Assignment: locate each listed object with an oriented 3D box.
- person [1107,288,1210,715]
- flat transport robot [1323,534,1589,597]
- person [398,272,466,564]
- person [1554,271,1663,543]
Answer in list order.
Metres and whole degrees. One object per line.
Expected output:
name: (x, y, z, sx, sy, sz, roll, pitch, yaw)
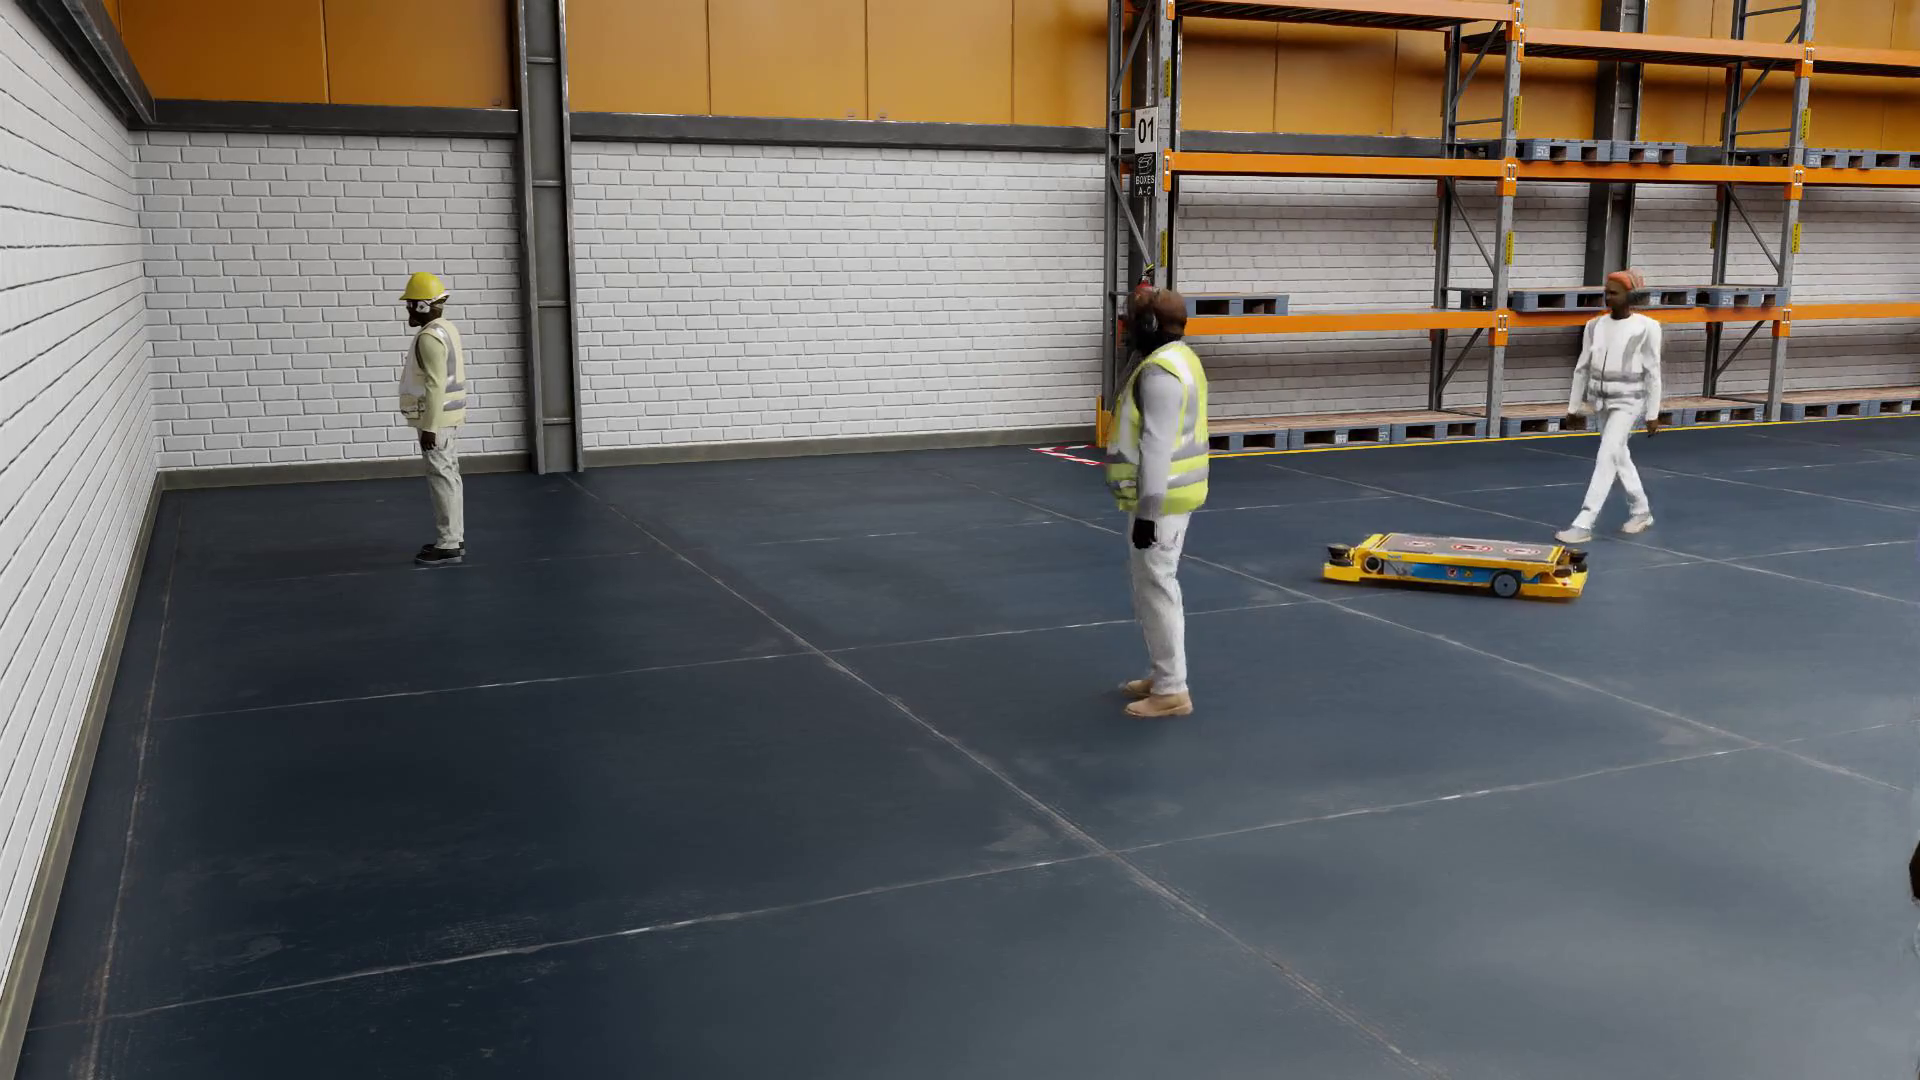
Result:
person: (0.846, -0.147, 7.149, 0.431, 1.830, 0.661, 3, 11, 15)
flat transport robot: (2.939, 0.133, 9.849, 1.431, 0.197, 0.652, 5, 11, 24)
person: (-3.326, -0.766, 10.506, 0.404, 1.830, 0.601, -1, 10, -8)
person: (4.478, -0.913, 11.353, 1.006, 1.837, 0.586, -5, 12, -28)
